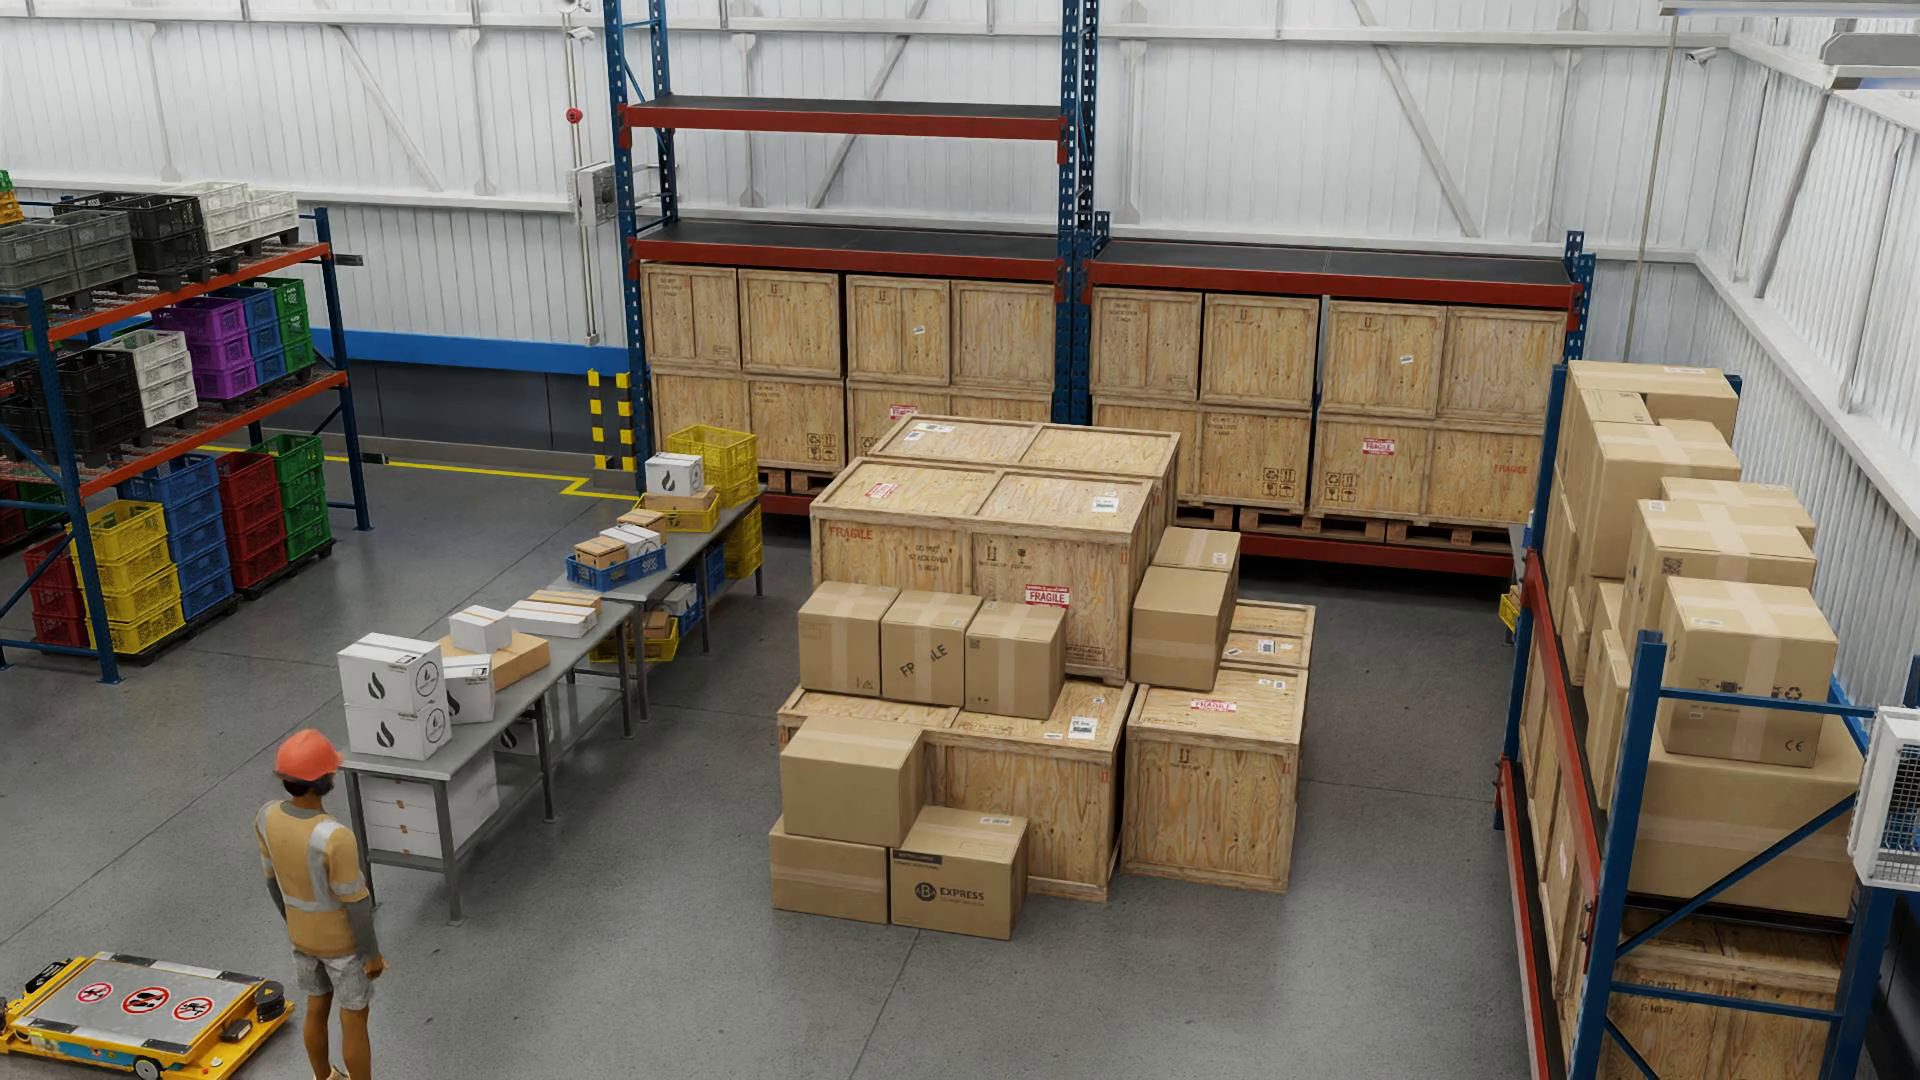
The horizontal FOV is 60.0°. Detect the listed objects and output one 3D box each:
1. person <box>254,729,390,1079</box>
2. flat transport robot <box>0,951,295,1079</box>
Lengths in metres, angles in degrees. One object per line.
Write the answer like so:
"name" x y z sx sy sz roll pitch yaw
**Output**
"person" -2.940 1.823 7.797 0.609 2.041 0.378 11 24 27
"flat transport robot" -4.270 2.464 8.601 1.431 0.231 0.659 5 22 13
